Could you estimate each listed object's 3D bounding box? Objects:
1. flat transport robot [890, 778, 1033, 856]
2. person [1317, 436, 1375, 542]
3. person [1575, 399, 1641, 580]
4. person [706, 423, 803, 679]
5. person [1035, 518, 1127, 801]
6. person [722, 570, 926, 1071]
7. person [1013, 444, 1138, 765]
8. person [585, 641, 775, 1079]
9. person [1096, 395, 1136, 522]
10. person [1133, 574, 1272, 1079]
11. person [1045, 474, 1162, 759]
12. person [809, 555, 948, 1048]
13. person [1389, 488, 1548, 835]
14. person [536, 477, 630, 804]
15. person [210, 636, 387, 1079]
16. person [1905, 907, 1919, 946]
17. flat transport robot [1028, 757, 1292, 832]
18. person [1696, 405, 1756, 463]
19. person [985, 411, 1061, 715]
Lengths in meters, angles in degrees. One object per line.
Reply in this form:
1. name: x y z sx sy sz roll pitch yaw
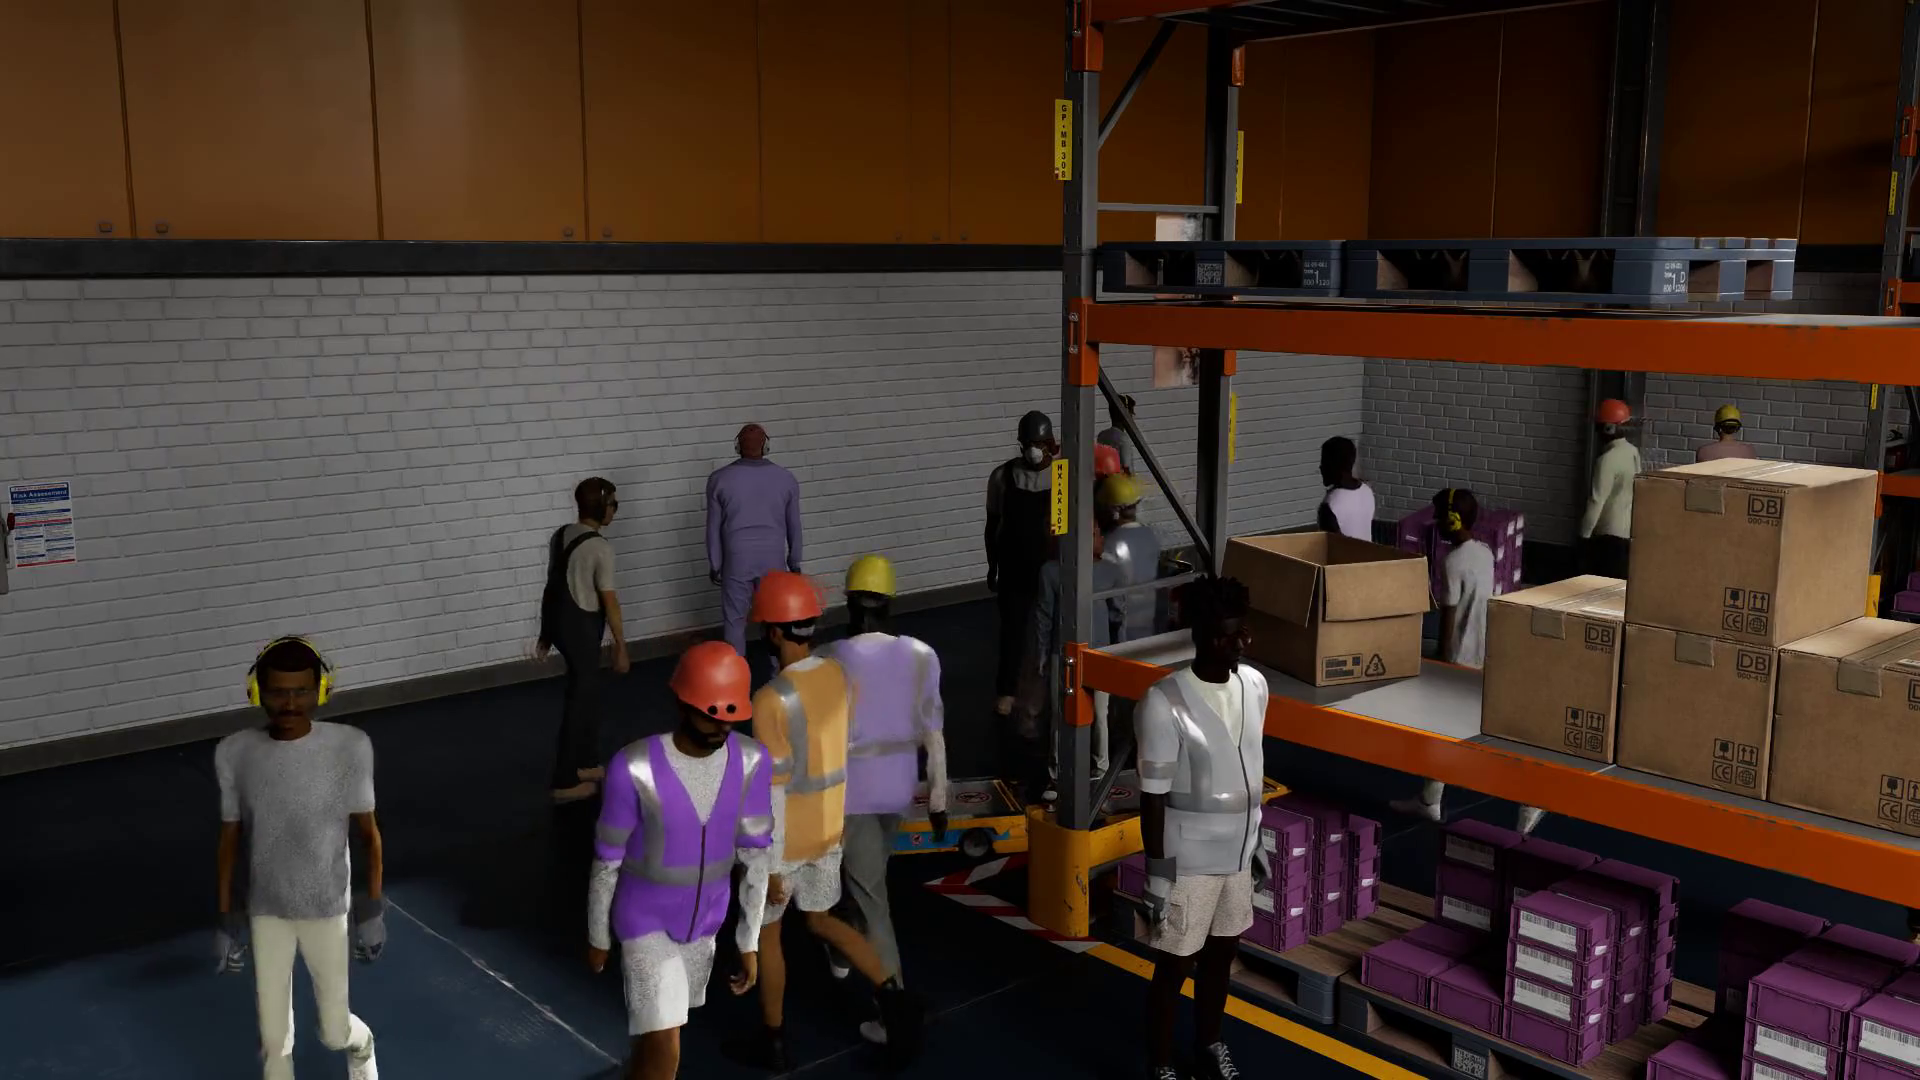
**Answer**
1. flat transport robot: -0.293 1.445 8.595 1.431 0.197 0.652 -2 10 -11
2. person: 2.474 0.283 10.628 0.769 1.899 0.597 8 13 40
3. person: 4.788 -0.082 12.548 0.776 1.967 0.654 8 12 38
4. person: -1.416 0.143 11.497 0.662 1.895 0.404 -2 10 -14
5. person: 0.668 0.653 9.245 0.507 1.633 0.278 2 10 10
6. person: -0.527 1.058 6.054 0.783 1.909 0.552 6 11 32
7. person: 0.775 0.394 9.892 1.066 1.932 0.634 6 11 31
8. person: -0.864 1.215 5.249 0.544 1.864 0.974 -8 12 -37
9. person: 1.355 -0.310 14.216 0.329 1.865 0.511 -5 11 -27
10. person: 0.861 1.077 5.787 0.617 1.964 0.361 -8 13 -40
11. person: 0.962 0.497 9.751 0.942 1.778 0.605 9 13 42
12. person: -0.384 0.997 6.595 0.644 1.849 0.999 -6 11 -32
13. person: 2.703 0.649 8.704 0.862 1.830 0.569 8 12 38
14. person: -2.054 0.552 9.281 0.644 1.818 0.551 -10 14 -44
15. person: -2.164 1.199 5.455 0.552 1.846 0.604 -1 10 -7
16. person: 4.242 1.005 7.001 0.318 1.697 0.533 -2 10 -13
17. flat transport robot: 1.145 1.395 8.883 1.431 0.197 0.652 -4 11 -22
18. person: 6.550 -0.280 14.324 0.533 1.768 0.310 -1 10 -4
19. person: 0.497 0.160 10.941 0.688 2.000 0.537 1 10 6
